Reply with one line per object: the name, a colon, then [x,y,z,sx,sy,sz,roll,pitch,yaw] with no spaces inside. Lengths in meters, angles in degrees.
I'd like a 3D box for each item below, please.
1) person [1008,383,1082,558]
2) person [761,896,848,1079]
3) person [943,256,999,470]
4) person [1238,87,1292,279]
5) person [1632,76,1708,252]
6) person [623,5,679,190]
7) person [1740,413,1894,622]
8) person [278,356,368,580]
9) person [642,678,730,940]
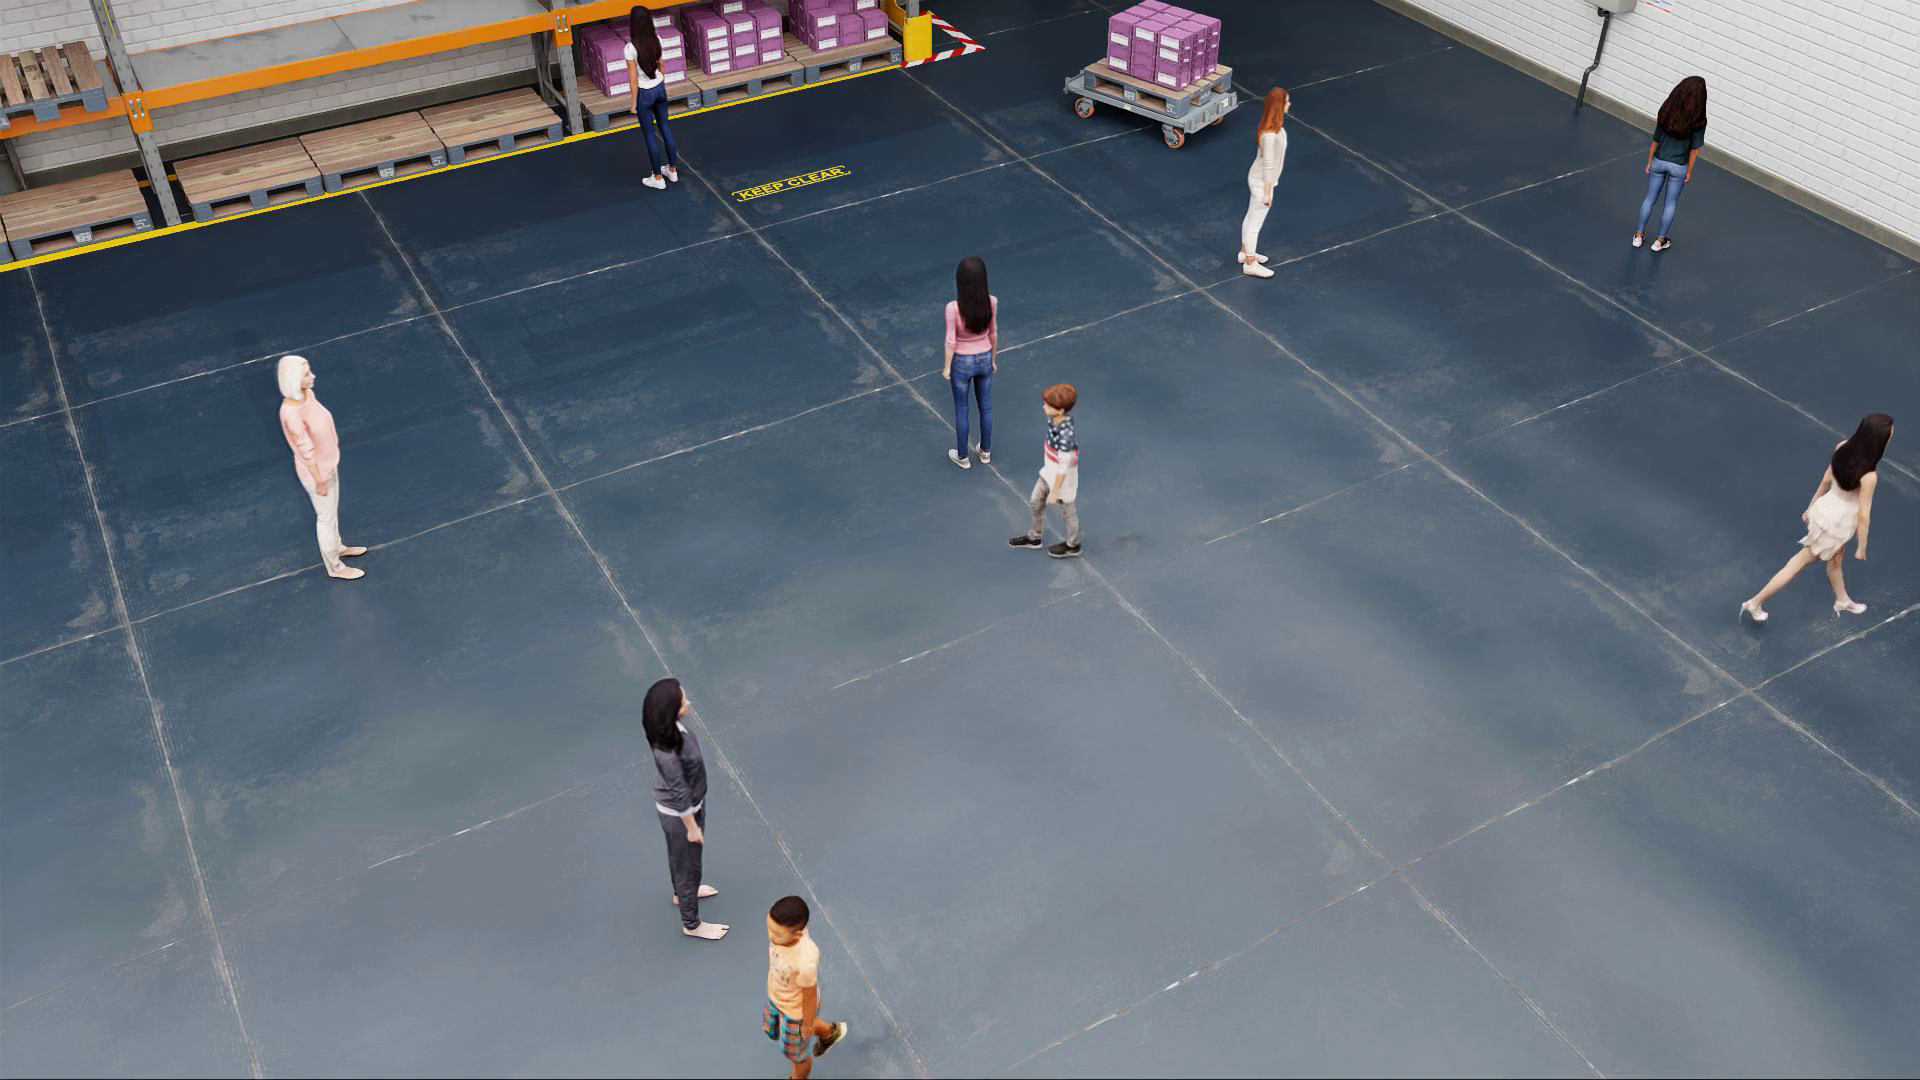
person: [0.751,-0.471,11.455,0.810,1.426,0.676,-7,39,-8]
person: [-0.757,2.198,8.092,0.731,1.453,0.555,-22,44,-25]
person: [0.085,-1.304,12.245,0.491,1.742,0.656,-14,41,-17]
person: [2.651,-3.151,14.583,0.722,1.710,0.694,4,39,5]
person: [6.389,-3.389,14.957,0.691,1.615,0.713,24,45,27]
person: [-2.950,-4.226,15.878,0.716,1.774,0.569,28,46,30]
person: [5.528,-0.071,10.747,1.139,1.685,0.925,-1,39,-1]
person: [-4.352,-0.510,11.265,0.630,1.724,0.666,-7,39,-9]
person: [-1.488,1.413,8.825,0.584,1.765,0.638,-11,40,-13]
